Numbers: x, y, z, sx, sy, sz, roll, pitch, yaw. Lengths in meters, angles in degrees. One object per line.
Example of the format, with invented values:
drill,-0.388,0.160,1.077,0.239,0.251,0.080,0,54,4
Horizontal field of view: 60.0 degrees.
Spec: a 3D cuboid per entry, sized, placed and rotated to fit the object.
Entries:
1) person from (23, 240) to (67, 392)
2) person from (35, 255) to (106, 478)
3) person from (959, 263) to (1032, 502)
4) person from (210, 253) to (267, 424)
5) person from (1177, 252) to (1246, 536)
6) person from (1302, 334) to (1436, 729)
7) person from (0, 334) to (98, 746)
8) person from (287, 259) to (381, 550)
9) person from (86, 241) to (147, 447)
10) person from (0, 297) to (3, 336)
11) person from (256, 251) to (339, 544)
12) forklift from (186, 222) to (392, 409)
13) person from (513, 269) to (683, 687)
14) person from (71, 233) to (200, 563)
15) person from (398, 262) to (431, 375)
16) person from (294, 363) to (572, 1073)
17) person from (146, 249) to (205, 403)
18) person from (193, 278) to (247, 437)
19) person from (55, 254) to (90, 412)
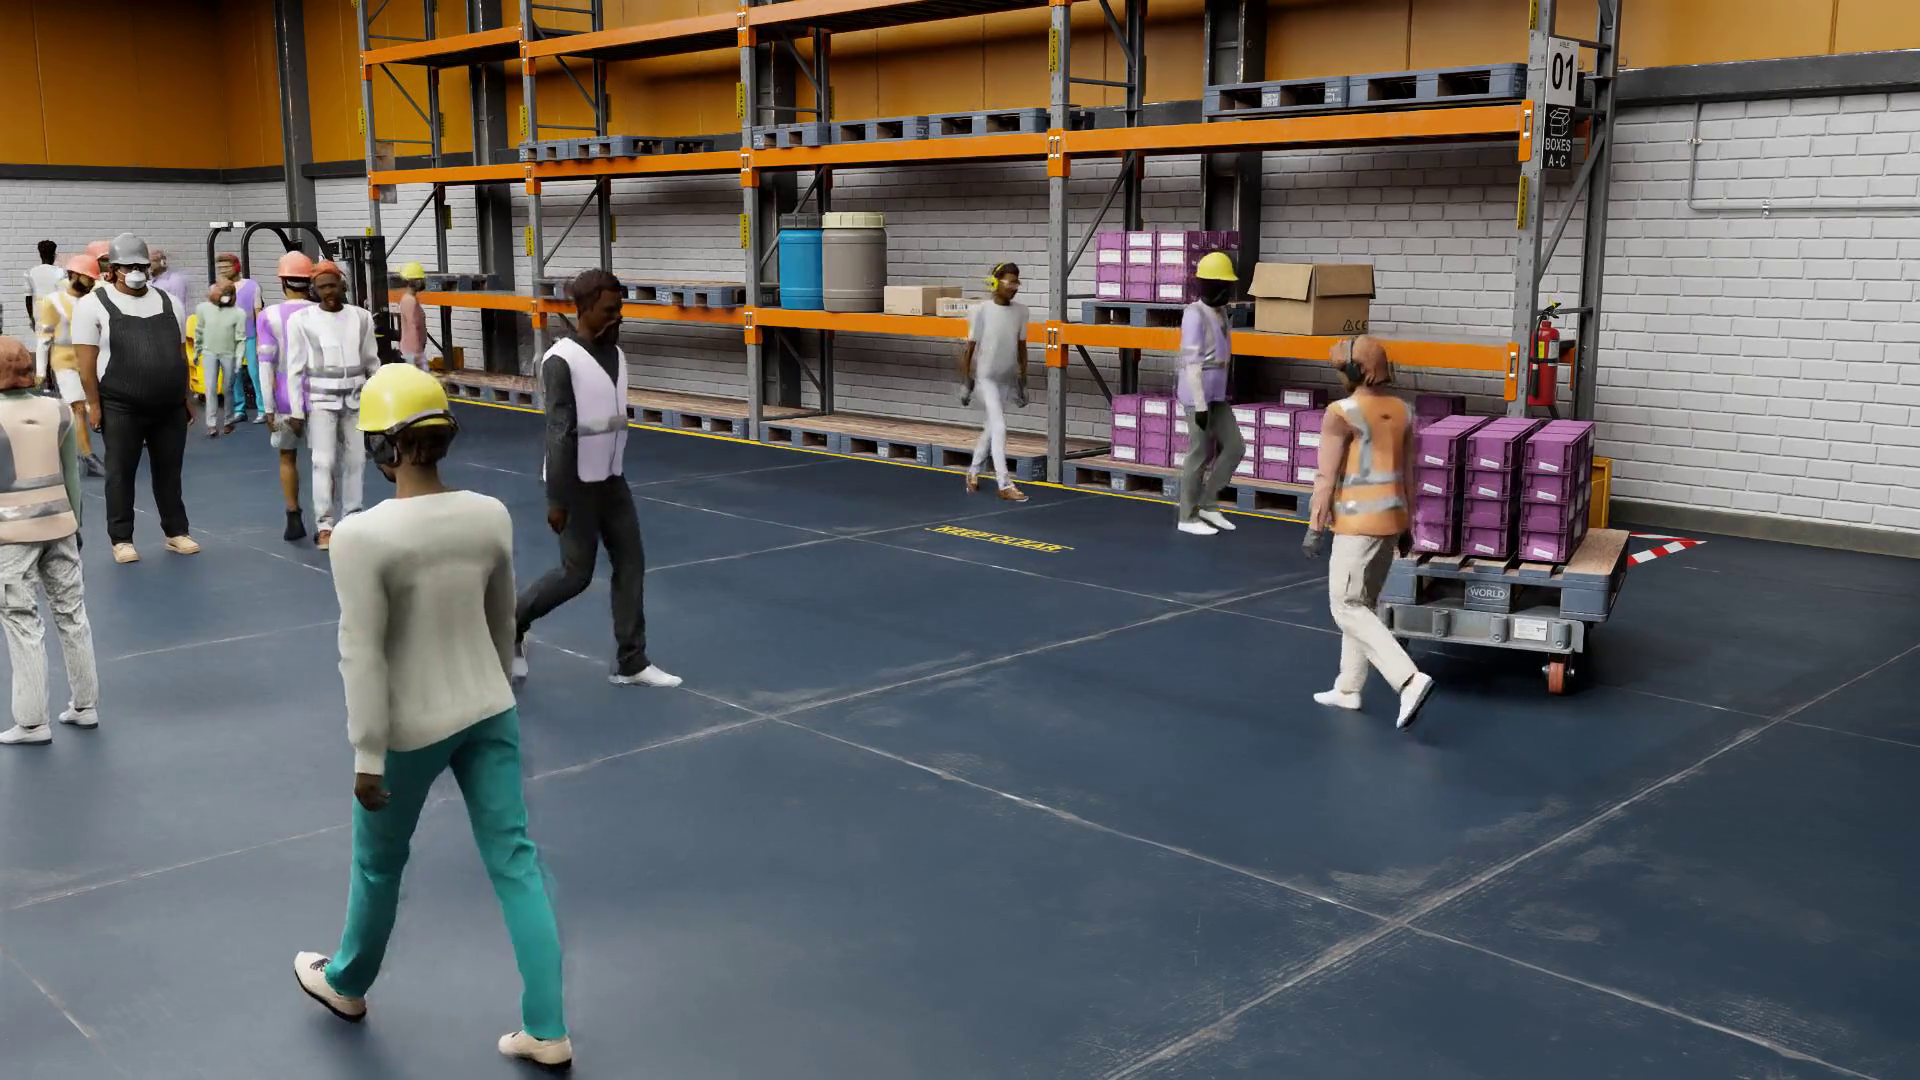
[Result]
person,-11.736,-2.889,21.497,0.608,1.966,0.370,-1,10,-7
person,-7.530,-1.471,14.077,0.986,1.873,0.609,6,12,30
person,0.249,-1.232,12.890,0.505,1.826,0.897,-7,12,-33
person,-7.742,-2.159,17.899,0.561,1.831,0.388,1,10,4
person,1.705,-0.968,11.178,0.514,1.905,0.607,6,12,30
person,1.731,-0.032,6.850,0.536,1.617,0.633,-8,13,-39
person,-3.720,0.003,6.632,0.315,1.636,0.515,4,11,23
person,-4.029,-0.869,10.769,0.623,1.871,0.389,-10,14,-44
person,-7.705,-1.712,15.080,0.480,1.970,0.611,3,11,18
person,-8.400,-1.500,14.307,0.916,1.830,0.524,9,14,40
person,-4.303,-0.920,10.908,0.555,1.916,0.660,-6,12,-28
forklift,-8.169,-2.758,20.163,2.313,2.155,1.214,-10,14,-44
person,-1.710,-0.261,7.417,0.832,1.887,0.593,3,11,17
person,-5.098,-0.890,10.396,0.539,2.000,0.689,9,14,39
person,-5.435,-1.869,16.492,0.460,1.754,0.540,-4,11,-19
person,-1.312,0.430,4.089,0.920,1.716,0.552,8,13,36
person,-9.432,-2.532,19.846,0.653,1.870,0.960,3,11,17
person,-7.425,-1.819,16.671,0.566,1.586,0.769,-3,11,-13
person,-9.810,-2.328,18.885,0.932,1.792,0.643,5,11,24
